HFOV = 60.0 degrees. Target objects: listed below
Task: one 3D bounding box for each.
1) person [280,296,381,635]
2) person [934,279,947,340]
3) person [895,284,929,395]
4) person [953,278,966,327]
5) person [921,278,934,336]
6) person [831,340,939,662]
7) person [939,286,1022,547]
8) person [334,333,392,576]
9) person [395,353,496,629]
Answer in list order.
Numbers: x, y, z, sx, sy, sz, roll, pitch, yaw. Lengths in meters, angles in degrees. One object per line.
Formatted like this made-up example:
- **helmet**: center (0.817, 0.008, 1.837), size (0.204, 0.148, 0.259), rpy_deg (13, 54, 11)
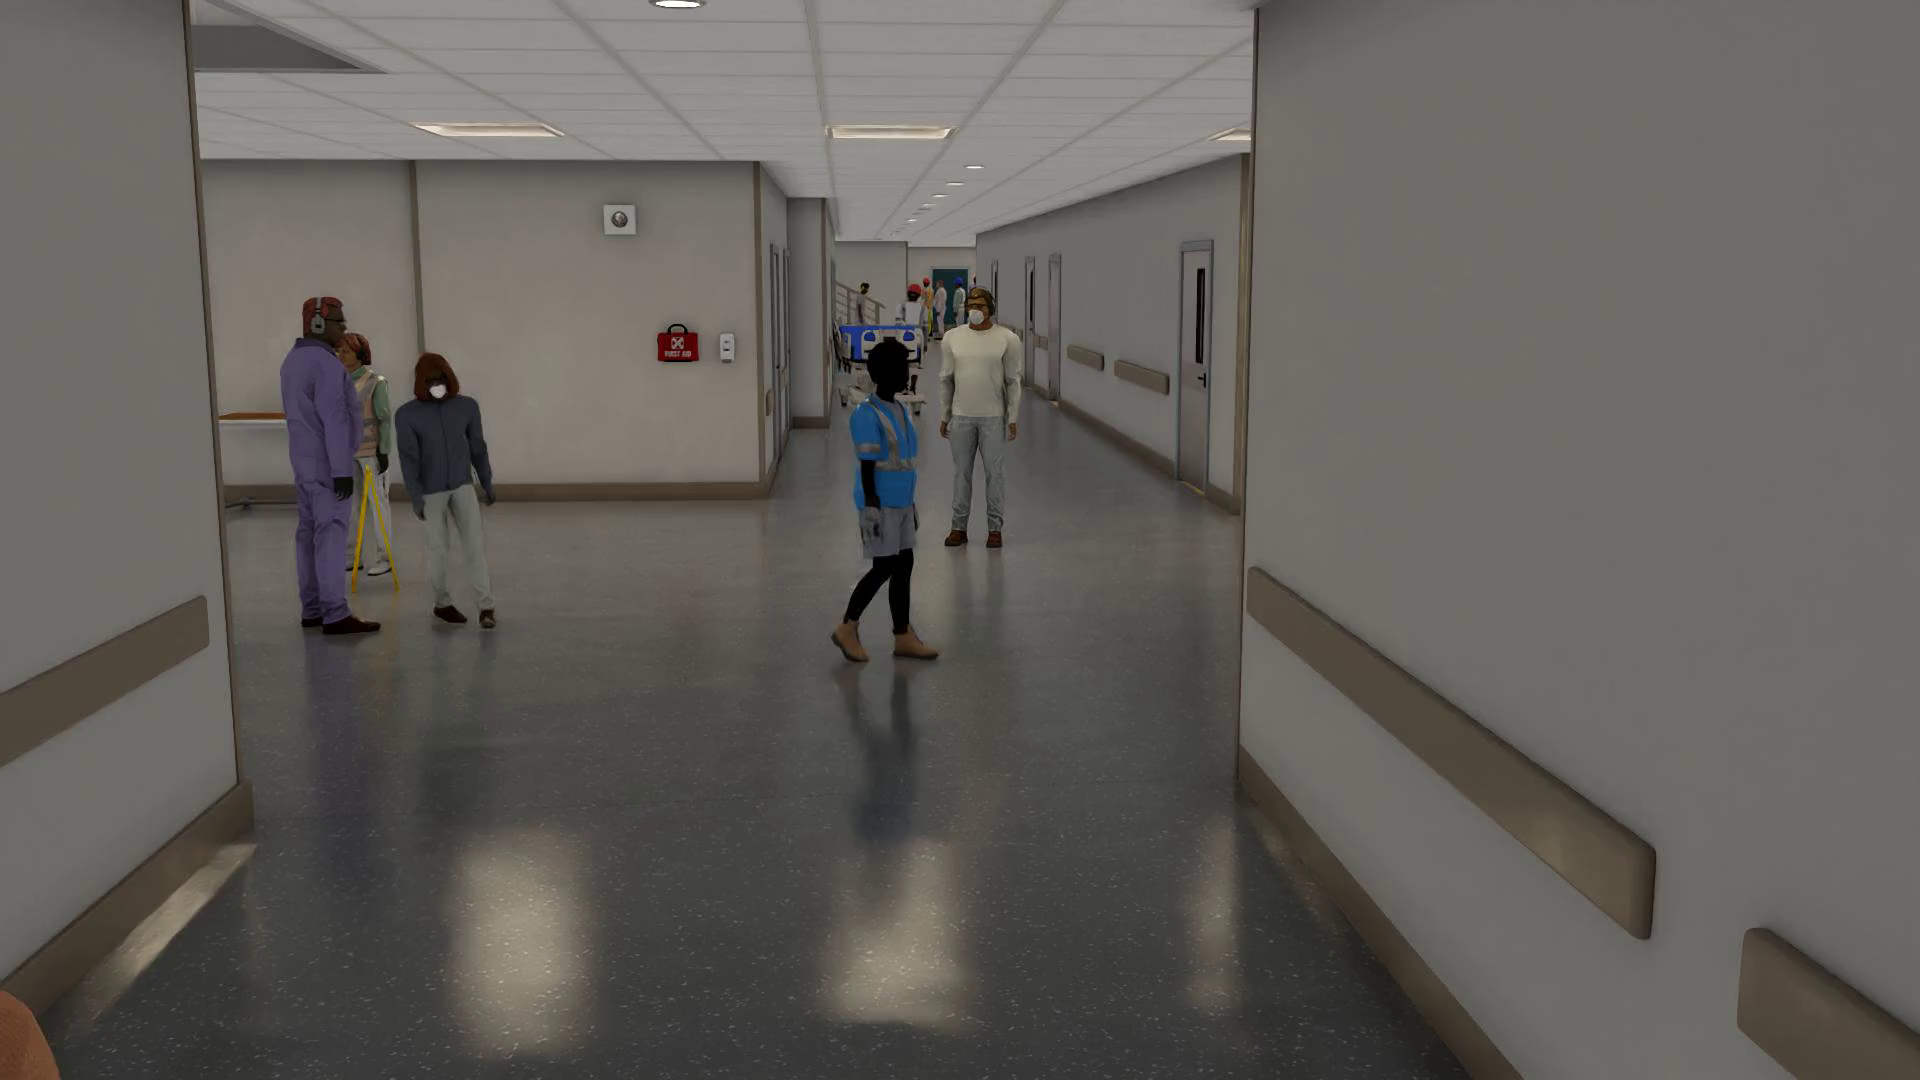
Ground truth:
- **person**: center (-3.584, -0.423, 9.449), size (0.399, 1.905, 0.643), rpy_deg (-8, 12, -40)
- **person**: center (-0.628, -7.181, 51.951), size (0.398, 1.890, 0.686), rpy_deg (2, 9, 10)
- **person**: center (-0.811, -3.294, 27.544), size (0.594, 1.872, 0.898), rpy_deg (-1, 9, -7)
- **person**: center (-0.019, -6.862, 49.724), size (0.380, 1.951, 0.605), rpy_deg (3, 9, 16)
- **person**: center (-1.106, -7.684, 54.925), size (0.360, 1.936, 0.552), rpy_deg (9, 13, 44)
- **person**: center (-0.381, -0.196, 8.691), size (0.443, 1.700, 0.554), rpy_deg (4, 10, 23)
- **person**: center (0.144, -0.909, 12.382), size (0.627, 1.940, 0.370), rpy_deg (2, 9, 13)
- **person**: center (-4.052, -0.579, 11.243), size (0.514, 1.641, 0.315), rpy_deg (4, 10, 22)
- **person**: center (-2.869, -0.263, 9.393), size (0.577, 1.582, 0.747), rpy_deg (-7, 11, -37)
